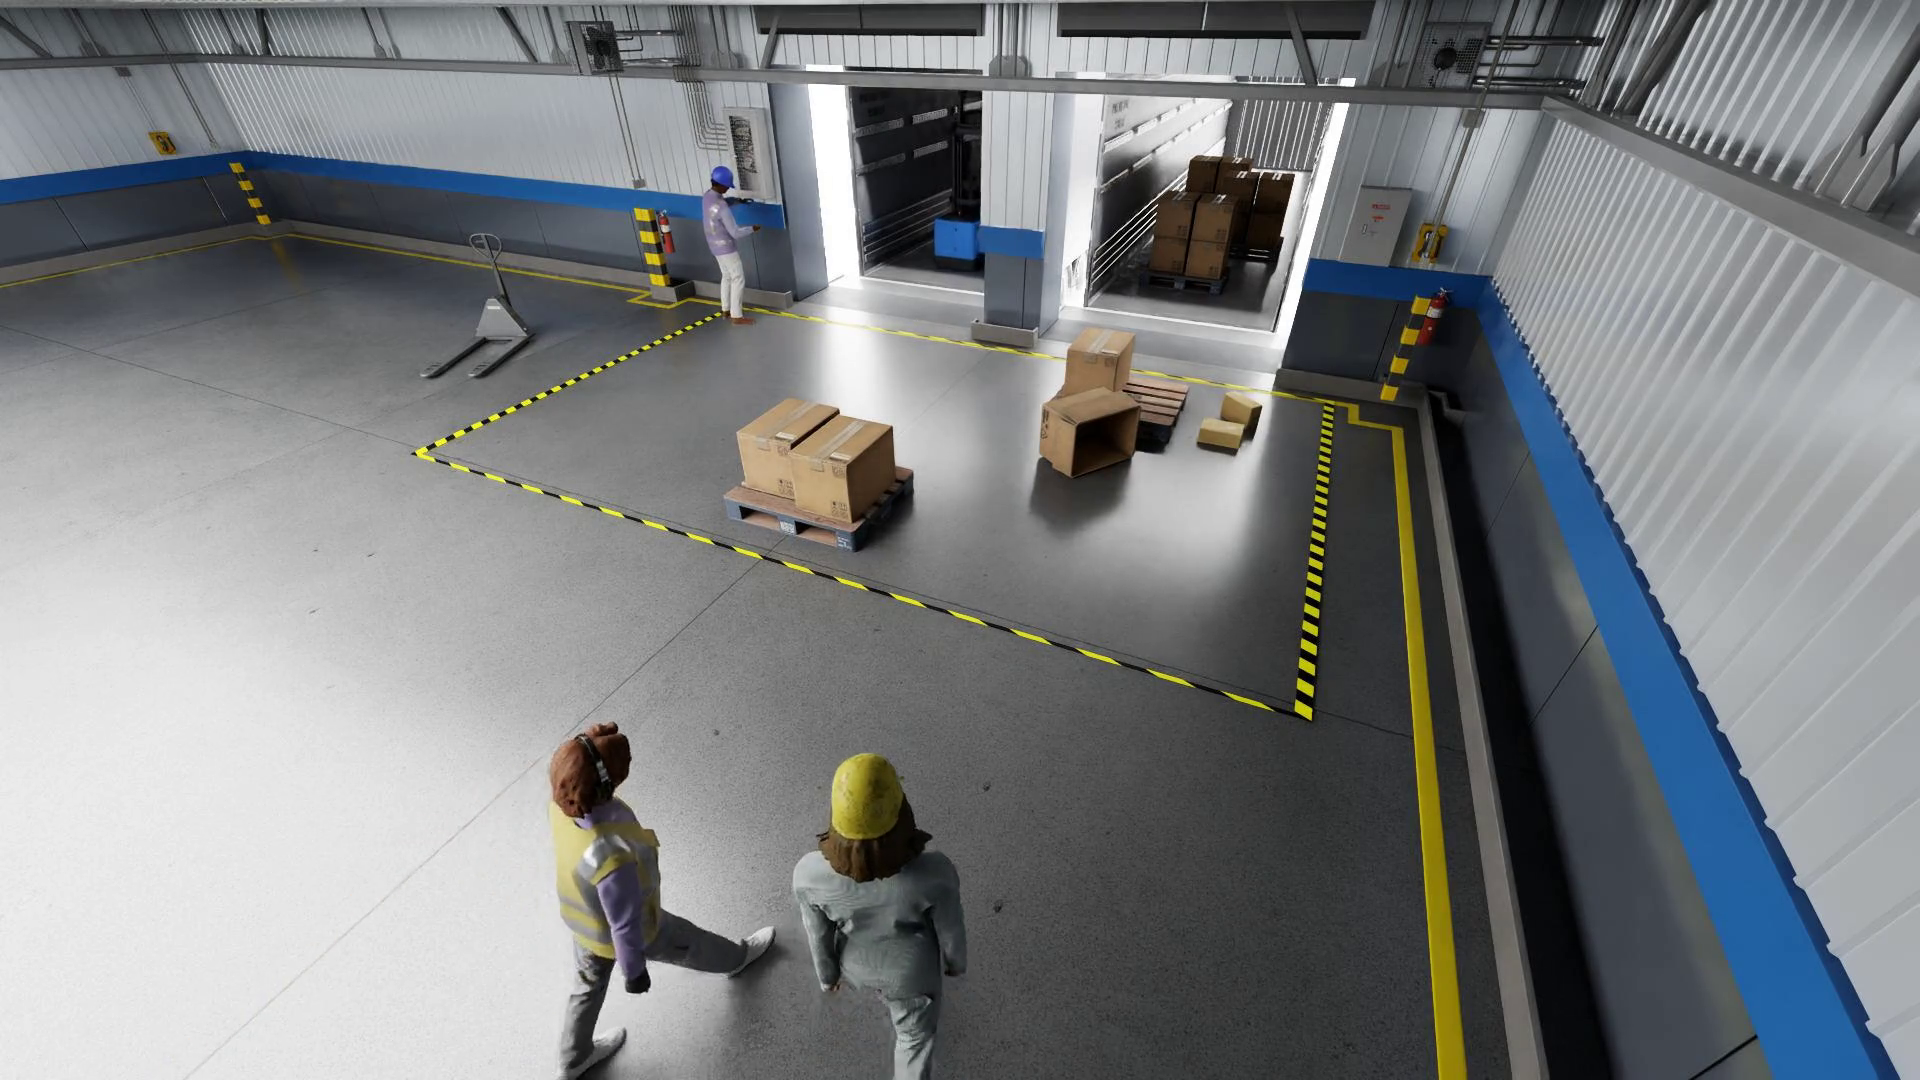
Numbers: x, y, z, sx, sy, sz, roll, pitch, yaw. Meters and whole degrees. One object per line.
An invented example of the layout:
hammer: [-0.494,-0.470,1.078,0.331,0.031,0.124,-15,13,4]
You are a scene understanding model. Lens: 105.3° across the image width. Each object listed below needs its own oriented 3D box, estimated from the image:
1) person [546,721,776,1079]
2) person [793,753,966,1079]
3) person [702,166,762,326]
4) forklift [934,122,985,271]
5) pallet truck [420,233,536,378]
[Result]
person: [-1.165,1.260,2.552,0.548,1.575,0.885,28,44,33]
person: [-0.231,1.358,2.319,0.499,1.698,0.886,2,36,3]
person: [-2.854,-3.735,9.315,0.725,1.879,0.782,-22,41,-28]
forklift: [0.086,-5.299,11.366,0.716,2.013,0.776,15,38,20]
pallet truck: [-5.664,-2.712,8.427,0.680,1.201,1.601,0,35,-1]
